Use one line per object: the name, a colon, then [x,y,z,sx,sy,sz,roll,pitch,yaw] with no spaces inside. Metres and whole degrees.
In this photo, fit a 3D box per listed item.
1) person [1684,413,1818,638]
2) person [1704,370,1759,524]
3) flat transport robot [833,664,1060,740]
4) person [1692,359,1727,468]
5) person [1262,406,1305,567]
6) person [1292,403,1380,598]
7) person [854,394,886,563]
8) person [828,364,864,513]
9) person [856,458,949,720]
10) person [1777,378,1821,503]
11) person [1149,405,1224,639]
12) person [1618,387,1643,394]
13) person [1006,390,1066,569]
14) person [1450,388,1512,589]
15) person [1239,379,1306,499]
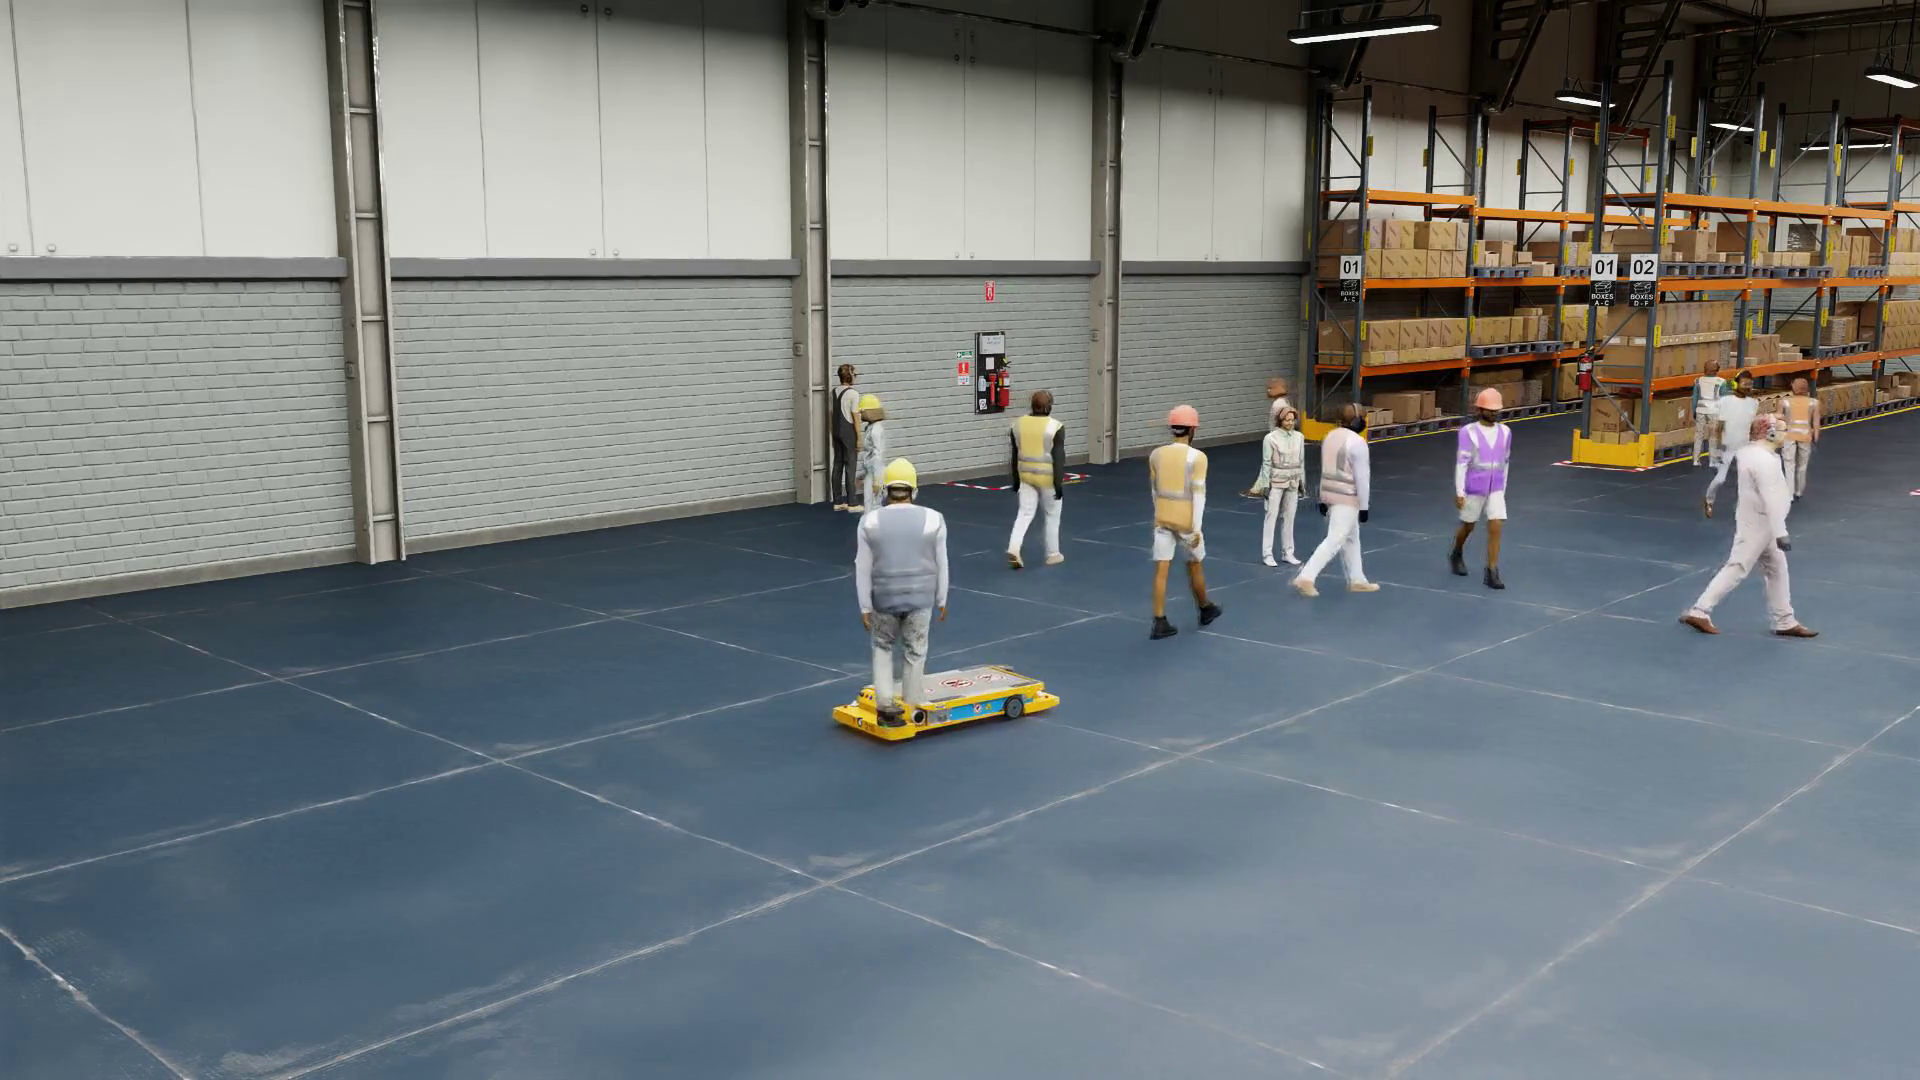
person: [6.511,-0.115,13.635,0.997,1.862,0.645,4,10,23]
person: [9.168,-1.109,19.743,0.516,1.843,0.894,0,9,2]
flat transport robot: [-0.081,1.072,11.202,1.431,0.197,0.652,-7,12,-36]
person: [11.358,-1.914,25.223,0.307,1.645,0.519,-8,13,-42]
person: [3.281,-0.545,16.915,0.513,1.635,0.311,-5,11,-28]
person: [3.484,-0.365,15.329,0.922,1.808,0.639,-2,10,-15]
person: [-0.921,-0.635,17.143,0.324,1.741,0.505,-1,9,-5]
person: [-1.411,-1.259,20.622,0.507,1.847,0.351,9,13,43]
person: [-0.365,0.376,10.740,0.596,1.817,0.428,0,9,-2]
person: [10.873,-1.299,21.628,0.524,1.591,0.861,4,10,20]
person: [1.867,-0.169,13.800,0.555,1.894,0.950,6,11,35]
person: [12.015,-2.711,29.714,0.326,1.767,0.533,-7,12,-38]
person: [0.773,-0.612,16.790,0.632,1.812,0.861,6,11,31]
person: [5.004,-0.525,15.997,0.557,1.903,0.933,-1,9,-7]
person: [4.142,-1.307,21.717,0.872,1.584,0.518,4,10,21]
